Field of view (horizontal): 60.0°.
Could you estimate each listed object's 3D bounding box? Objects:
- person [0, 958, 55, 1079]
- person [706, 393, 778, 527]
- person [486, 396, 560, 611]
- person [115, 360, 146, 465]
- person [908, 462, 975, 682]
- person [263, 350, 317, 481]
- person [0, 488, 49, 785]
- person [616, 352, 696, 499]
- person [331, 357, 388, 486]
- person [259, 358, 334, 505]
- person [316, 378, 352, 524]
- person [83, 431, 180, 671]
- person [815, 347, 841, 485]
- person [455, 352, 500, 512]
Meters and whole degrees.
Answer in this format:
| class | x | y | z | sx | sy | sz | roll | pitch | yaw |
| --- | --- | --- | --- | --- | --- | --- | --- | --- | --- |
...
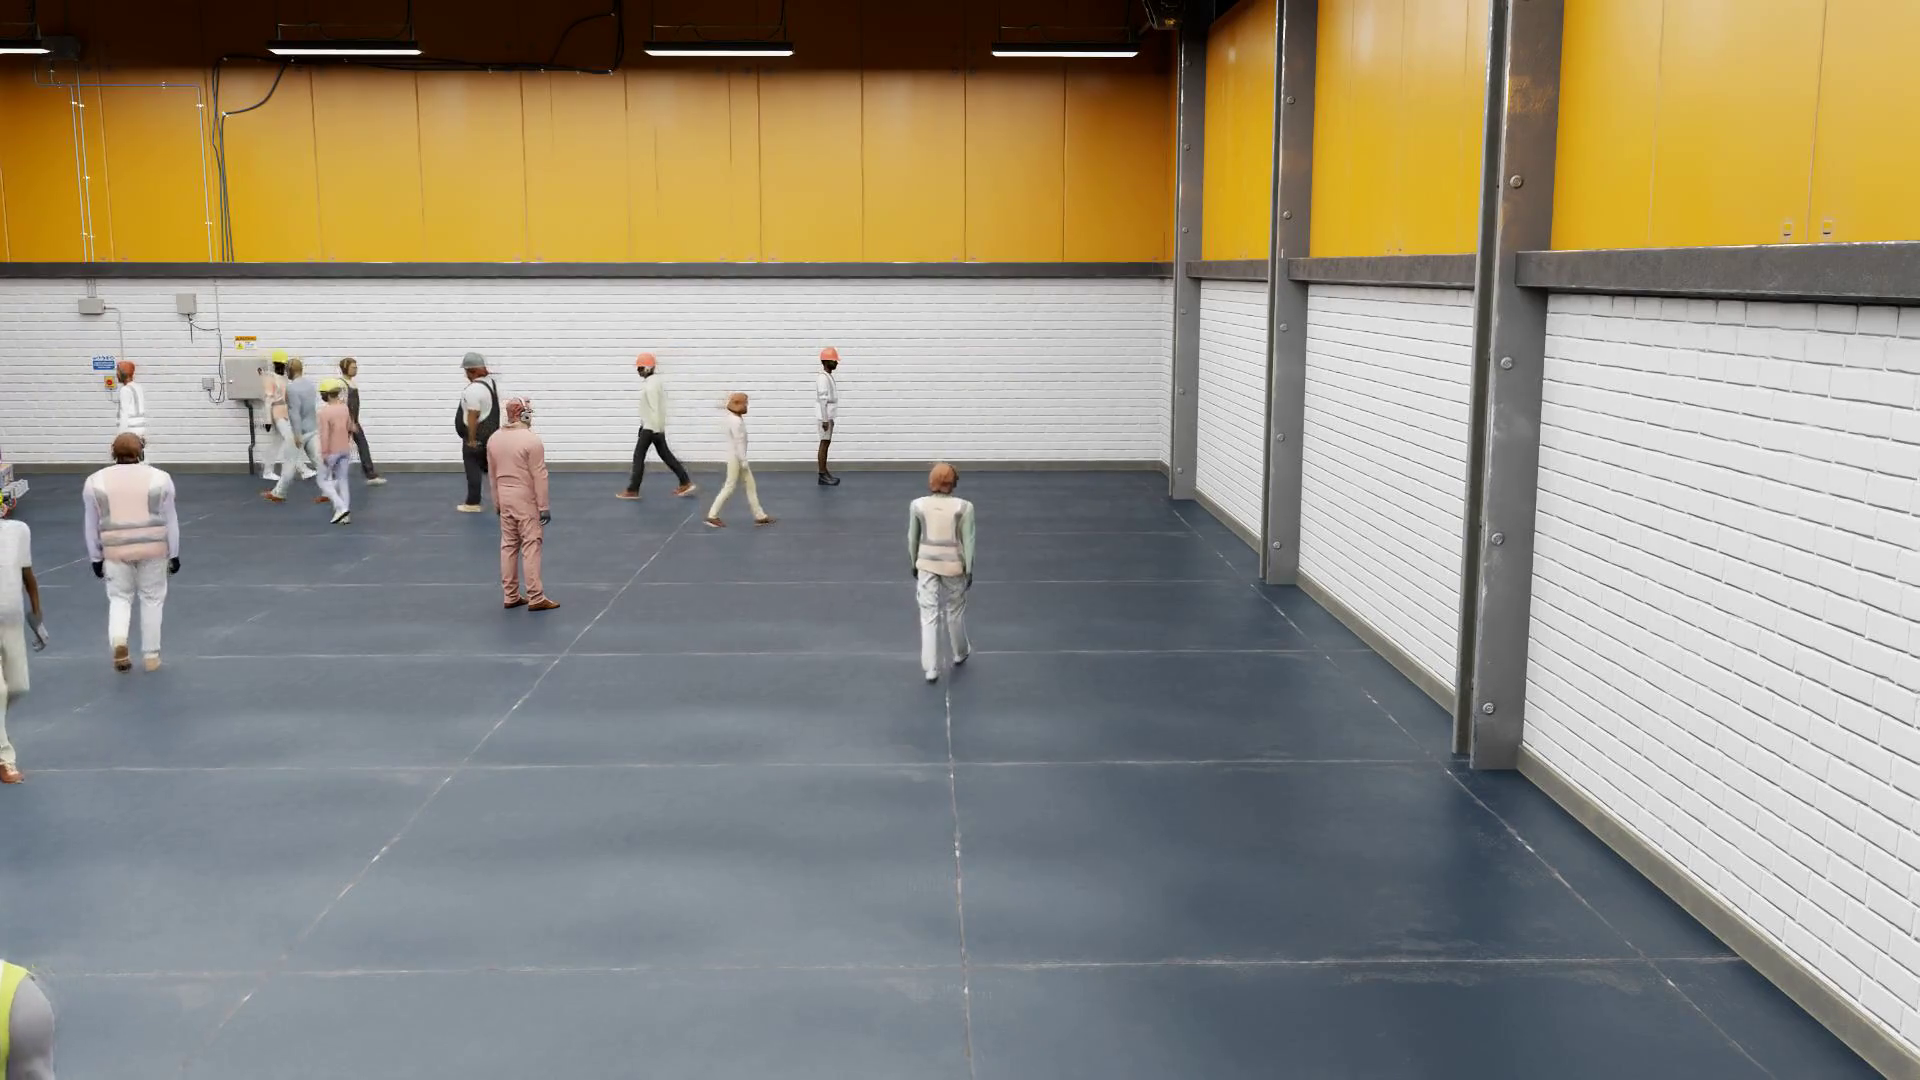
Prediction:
| class | x | y | z | sx | sy | sz | roll | pitch | yaw |
| --- | --- | --- | --- | --- | --- | --- | --- | --- | --- |
| person | -2.293 | 1.544 | 3.649 | 0.635 | 1.815 | 0.795 | -5 | 10 | -27 |
| person | -2.606 | -0.940 | 19.572 | 0.833 | 1.590 | 0.513 | 0 | 9 | -3 |
| person | -3.882 | -0.322 | 14.808 | 0.637 | 1.911 | 0.403 | 6 | 11 | 32 |
| person | -10.663 | -1.374 | 21.447 | 0.629 | 1.886 | 0.605 | -2 | 10 | -14 |
| person | -0.127 | 0.218 | 12.423 | 0.528 | 1.594 | 0.844 | 2 | 9 | 11 |
| person | -9.599 | -1.768 | 23.760 | 0.958 | 1.883 | 0.592 | 0 | 9 | 1 |
| person | -5.801 | 0.499 | 9.976 | 0.751 | 1.846 | 0.518 | 8 | 12 | 40 |
| person | -4.020 | -1.515 | 22.025 | 1.015 | 1.952 | 0.614 | -1 | 9 | -3 |
| person | -8.514 | -1.642 | 23.205 | 0.748 | 1.825 | 0.518 | 1 | 9 | 5 |
| person | -8.531 | -1.386 | 21.387 | 0.997 | 1.885 | 0.659 | 1 | 9 | 5 |
| person | -7.429 | -1.045 | 19.720 | 0.356 | 1.752 | 0.530 | 4 | 10 | 23 |
| person | -6.179 | 0.104 | 12.454 | 0.631 | 1.827 | 0.536 | -3 | 10 | -20 |
| person | -1.852 | -1.746 | 23.442 | 0.377 | 1.938 | 0.547 | 1 | 9 | 3 |
| person | -5.953 | -1.361 | 20.772 | 0.709 | 2.000 | 0.692 | 2 | 9 | 10 |
